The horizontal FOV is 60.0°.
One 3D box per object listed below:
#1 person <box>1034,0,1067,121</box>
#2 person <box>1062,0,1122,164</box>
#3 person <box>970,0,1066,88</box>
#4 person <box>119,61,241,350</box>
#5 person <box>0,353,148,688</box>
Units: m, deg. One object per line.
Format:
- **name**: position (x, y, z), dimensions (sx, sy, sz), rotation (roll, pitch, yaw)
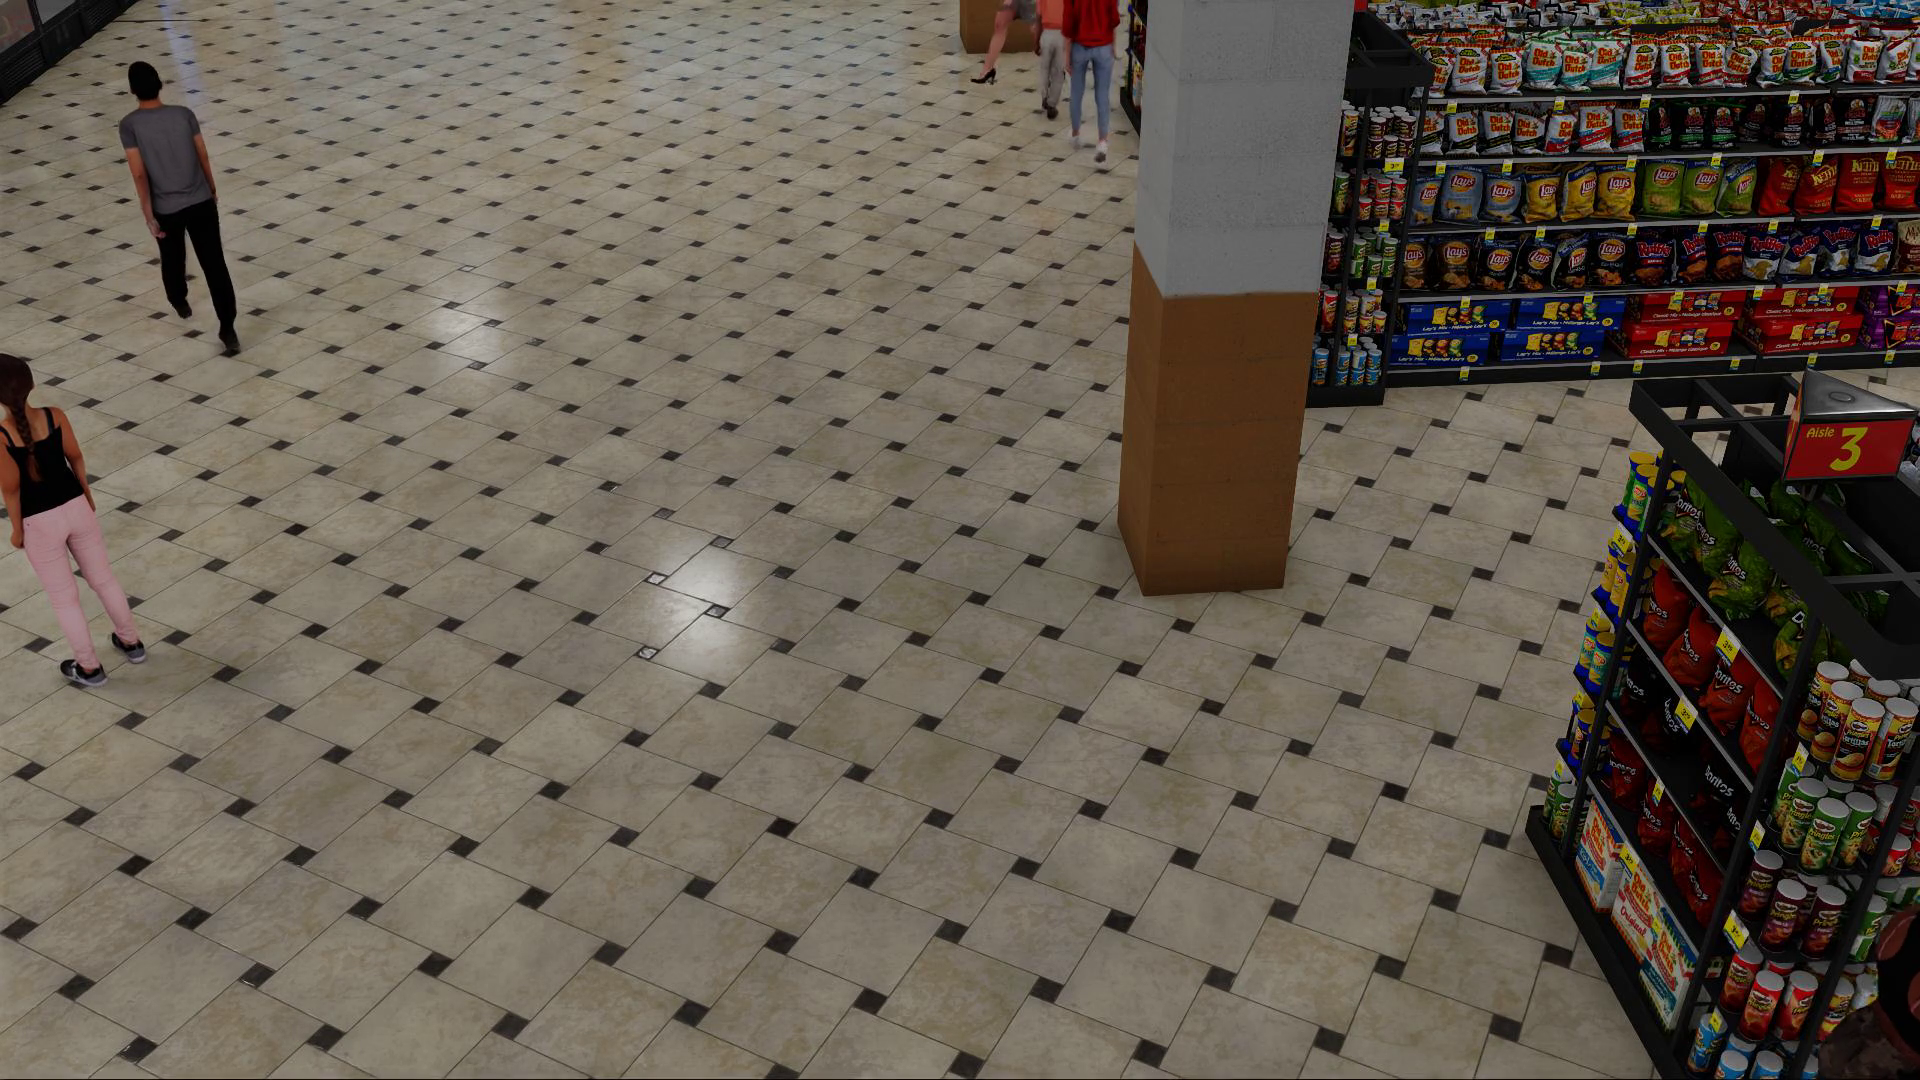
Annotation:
- **person**: position (0.792, -4.180, 13.965), dimensions (0.674, 1.297, 0.648), rotation (8, 33, 12)
- **person**: position (1.045, -3.776, 12.956), dimensions (1.004, 1.679, 0.701), rotation (-2, 32, -3)
- **person**: position (0.638, -4.753, 14.515), dimensions (1.143, 1.690, 0.767), rotation (-8, 33, -12)
- **person**: position (-4.660, -1.970, 10.021), dimensions (1.148, 1.713, 1.011), rotation (-18, 36, -26)
- **person**: position (-3.873, -0.085, 7.132), dimensions (0.665, 1.564, 0.619), rotation (20, 37, 29)
